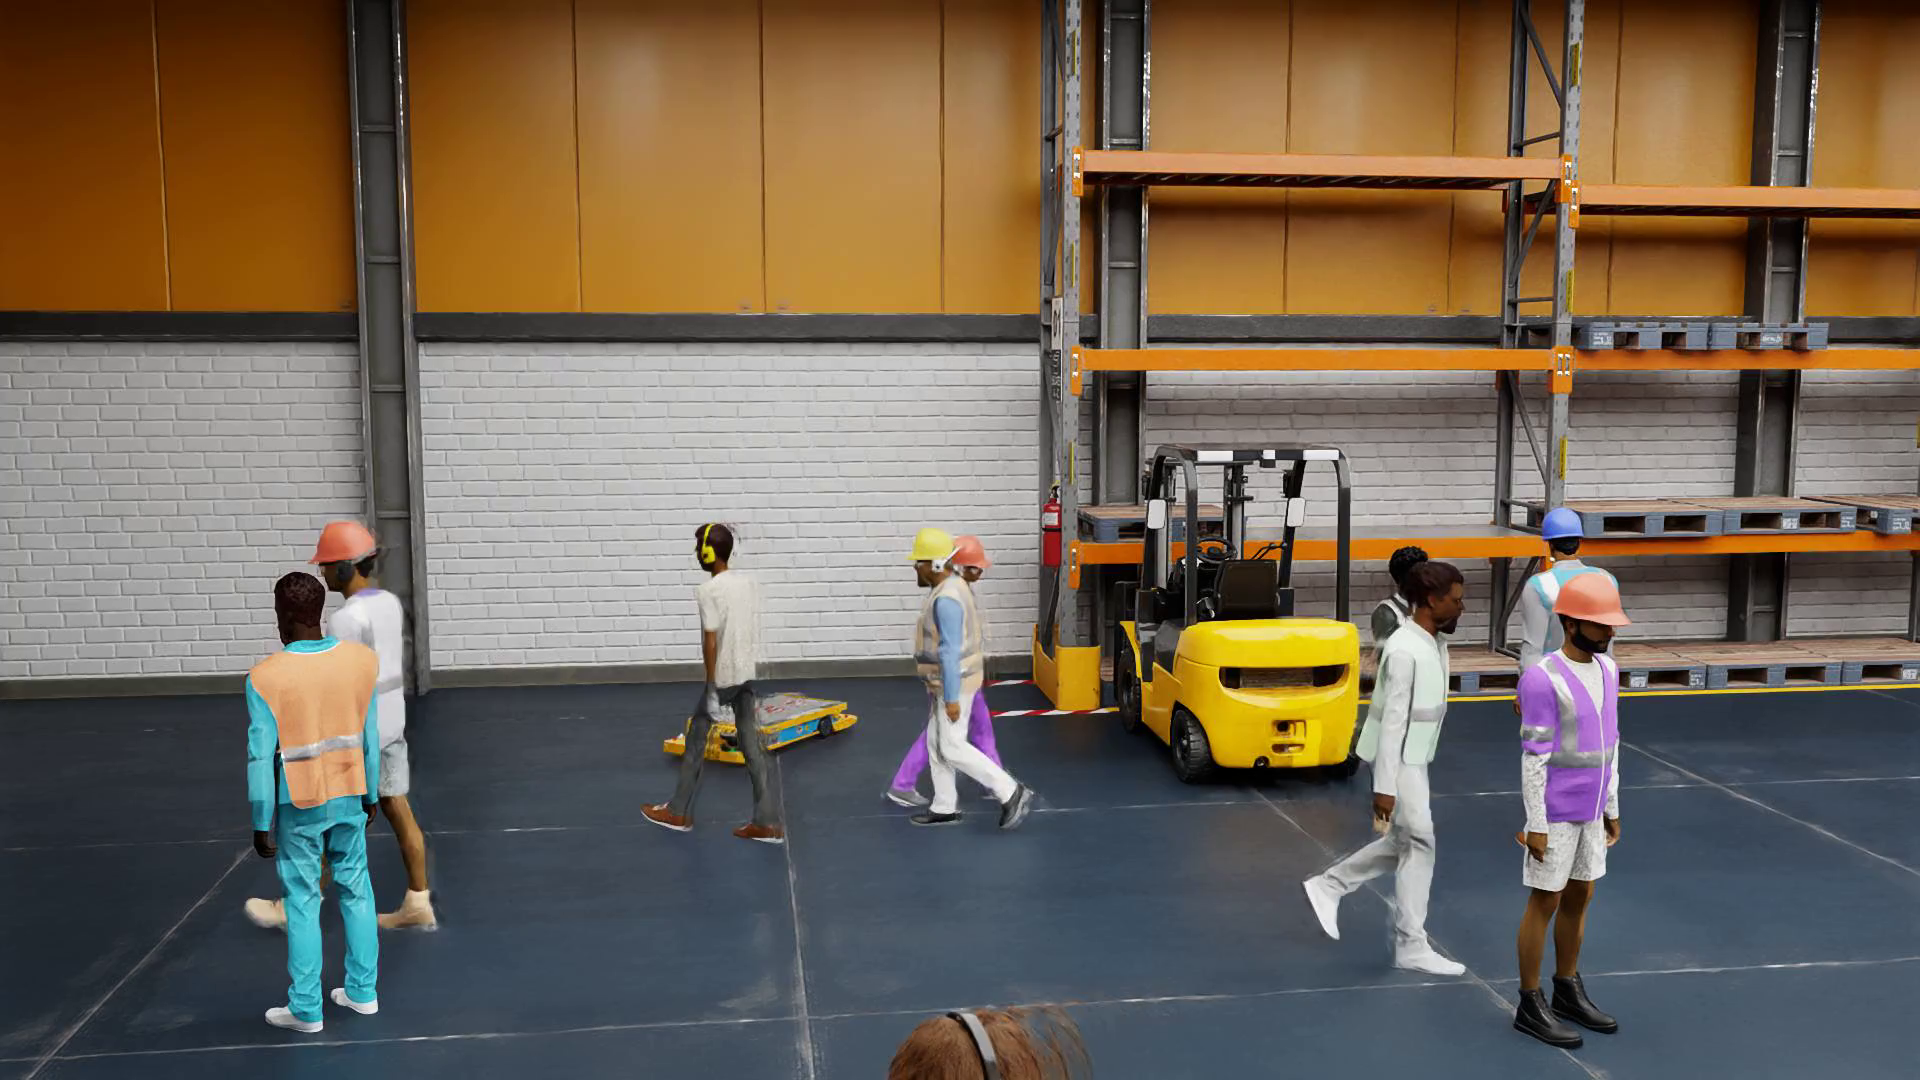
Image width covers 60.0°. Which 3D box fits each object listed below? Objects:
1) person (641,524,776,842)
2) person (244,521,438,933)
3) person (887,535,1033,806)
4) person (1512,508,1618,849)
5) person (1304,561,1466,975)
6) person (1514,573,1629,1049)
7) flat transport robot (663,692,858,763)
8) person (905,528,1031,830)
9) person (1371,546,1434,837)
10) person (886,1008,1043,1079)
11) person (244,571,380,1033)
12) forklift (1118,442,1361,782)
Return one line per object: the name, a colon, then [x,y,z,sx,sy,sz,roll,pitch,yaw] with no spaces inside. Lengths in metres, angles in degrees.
person: [-1.444,0.817,9.629,0.948,1.821,0.543,4,8,33]
person: [-2.978,0.912,7.992,0.953,2.007,0.612,1,7,11]
person: [-0.029,0.808,10.251,0.900,1.704,0.567,0,7,-3]
person: [3.375,0.793,9.311,0.602,1.940,0.402,-2,7,-18]
person: [1.961,1.015,7.620,0.699,1.887,0.643,3,7,27]
person: [2.510,1.087,6.781,0.543,1.931,0.387,-4,8,-34]
flat transport robot: [-1.404,1.323,11.912,0.652,0.197,1.431,4,8,31]
person: [0.034,0.822,9.715,0.708,1.804,0.606,0,7,1]
person: [2.579,0.876,9.644,0.317,1.696,0.539,6,9,44]
person: [0.004,1.629,2.664,0.969,1.790,0.618,-3,7,-23]
person: [-2.669,1.083,6.915,0.397,1.911,0.587,5,8,37]
forklift: [1.912,0.418,11.496,1.214,2.155,2.313,-1,7,-8]
